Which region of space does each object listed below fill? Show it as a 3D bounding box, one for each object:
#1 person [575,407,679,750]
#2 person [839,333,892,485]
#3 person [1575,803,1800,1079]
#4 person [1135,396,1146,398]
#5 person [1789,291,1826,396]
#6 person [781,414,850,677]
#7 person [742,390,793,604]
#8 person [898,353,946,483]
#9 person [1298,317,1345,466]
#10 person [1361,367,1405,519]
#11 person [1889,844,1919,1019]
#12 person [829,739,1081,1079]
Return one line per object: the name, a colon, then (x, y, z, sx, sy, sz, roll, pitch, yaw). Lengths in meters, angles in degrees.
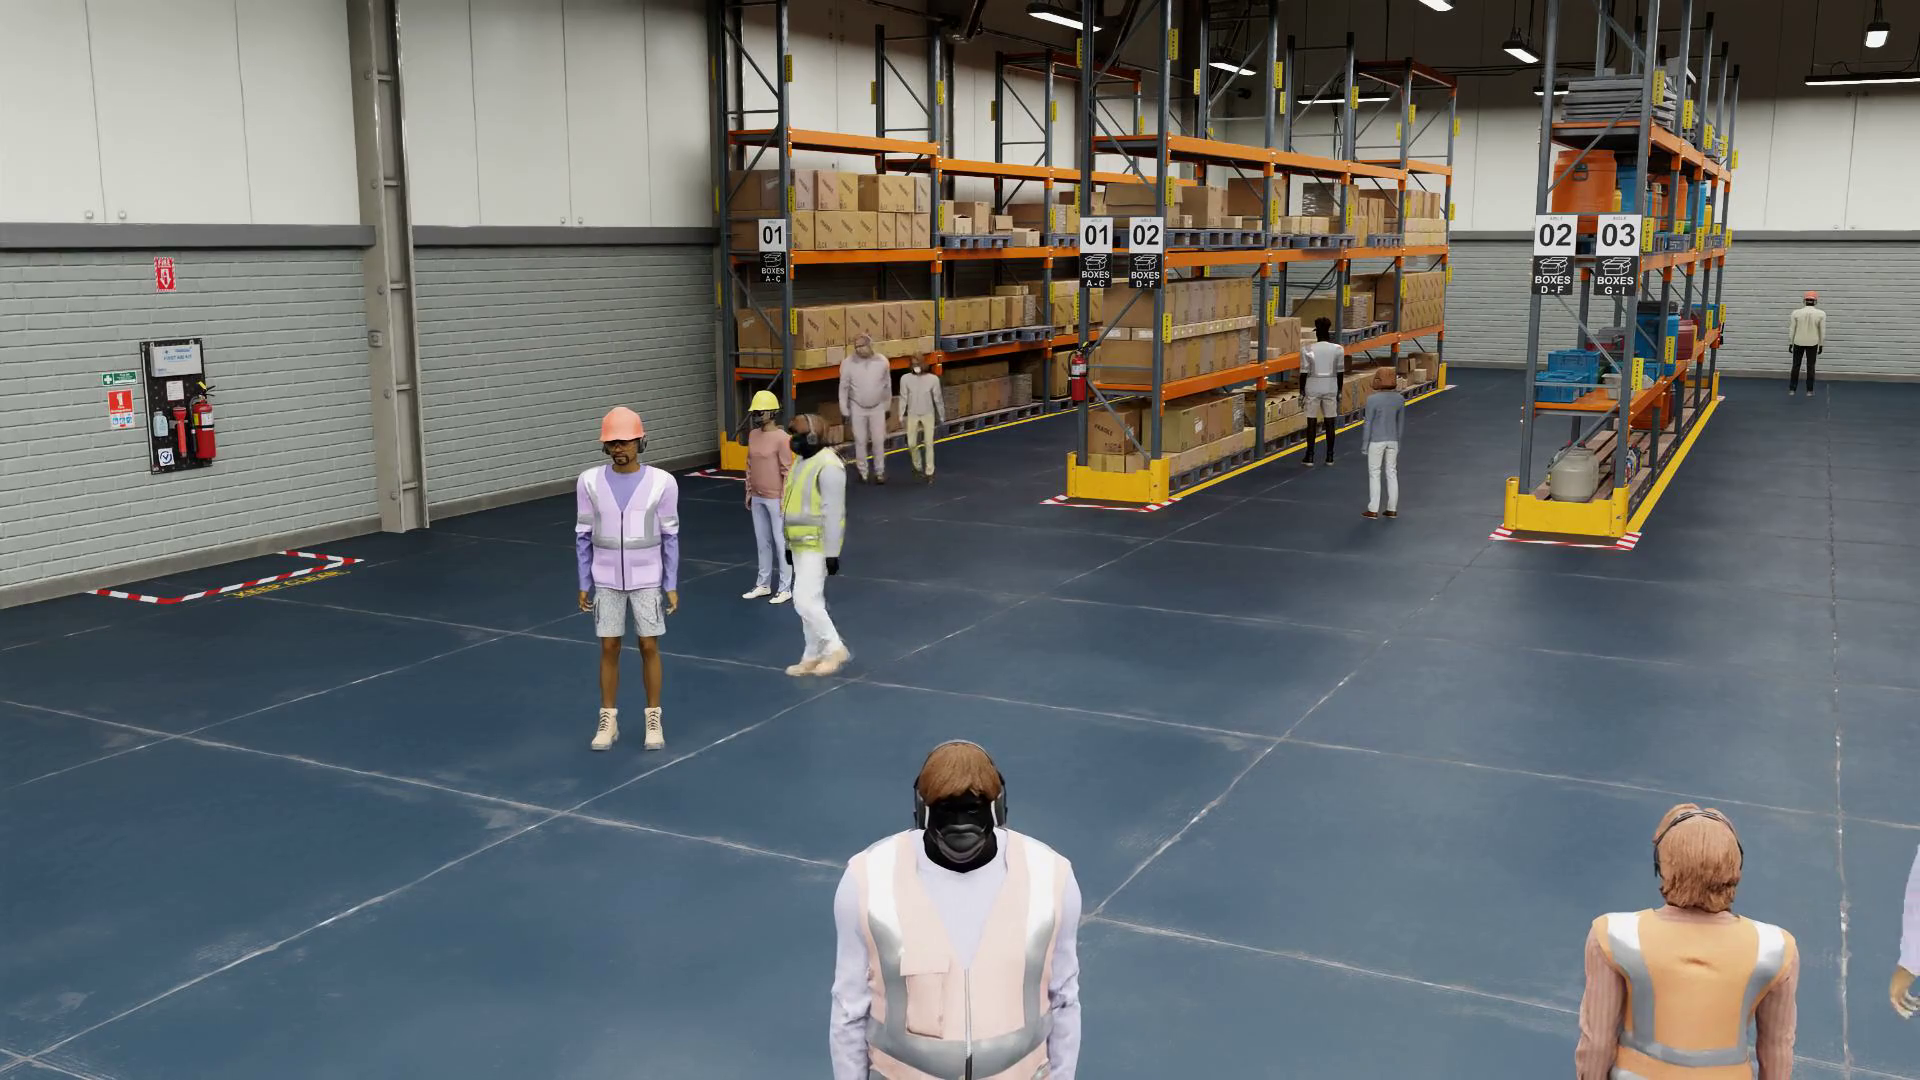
person: (-1.956, 0.234, 9.800, 0.605, 2.045, 0.378, 0, 10, -2)
person: (-1.144, -1.588, 20.230, 0.664, 1.865, 0.716, -1, 10, -7)
person: (1.810, 1.466, 4.191, 0.514, 1.641, 0.307, 2, 11, 10)
person: (2.645, -2.123, 23.196, 0.611, 1.839, 0.942, 6, 12, 29)
person: (16.074, -3.729, 31.573, 0.612, 1.988, 0.401, 5, 12, 27)
person: (-1.018, 0.049, 11.396, 0.447, 1.830, 0.661, -5, 12, -26)
person: (-1.594, -0.355, 13.778, 0.525, 1.769, 0.315, 9, 14, 41)
person: (-0.465, -1.489, 20.364, 0.612, 1.607, 0.432, 1, 10, 6)
person: (4.761, -1.957, 21.963, 0.607, 1.966, 0.367, 0, 10, -3)
person: (4.549, -1.041, 17.902, 0.493, 1.624, 0.280, -4, 11, -23)
person: (2.965, 1.257, 4.622, 0.911, 1.903, 0.656, -10, 14, -43)
person: (-0.003, 1.383, 4.090, 0.627, 1.844, 0.429, -1, 10, -7)
